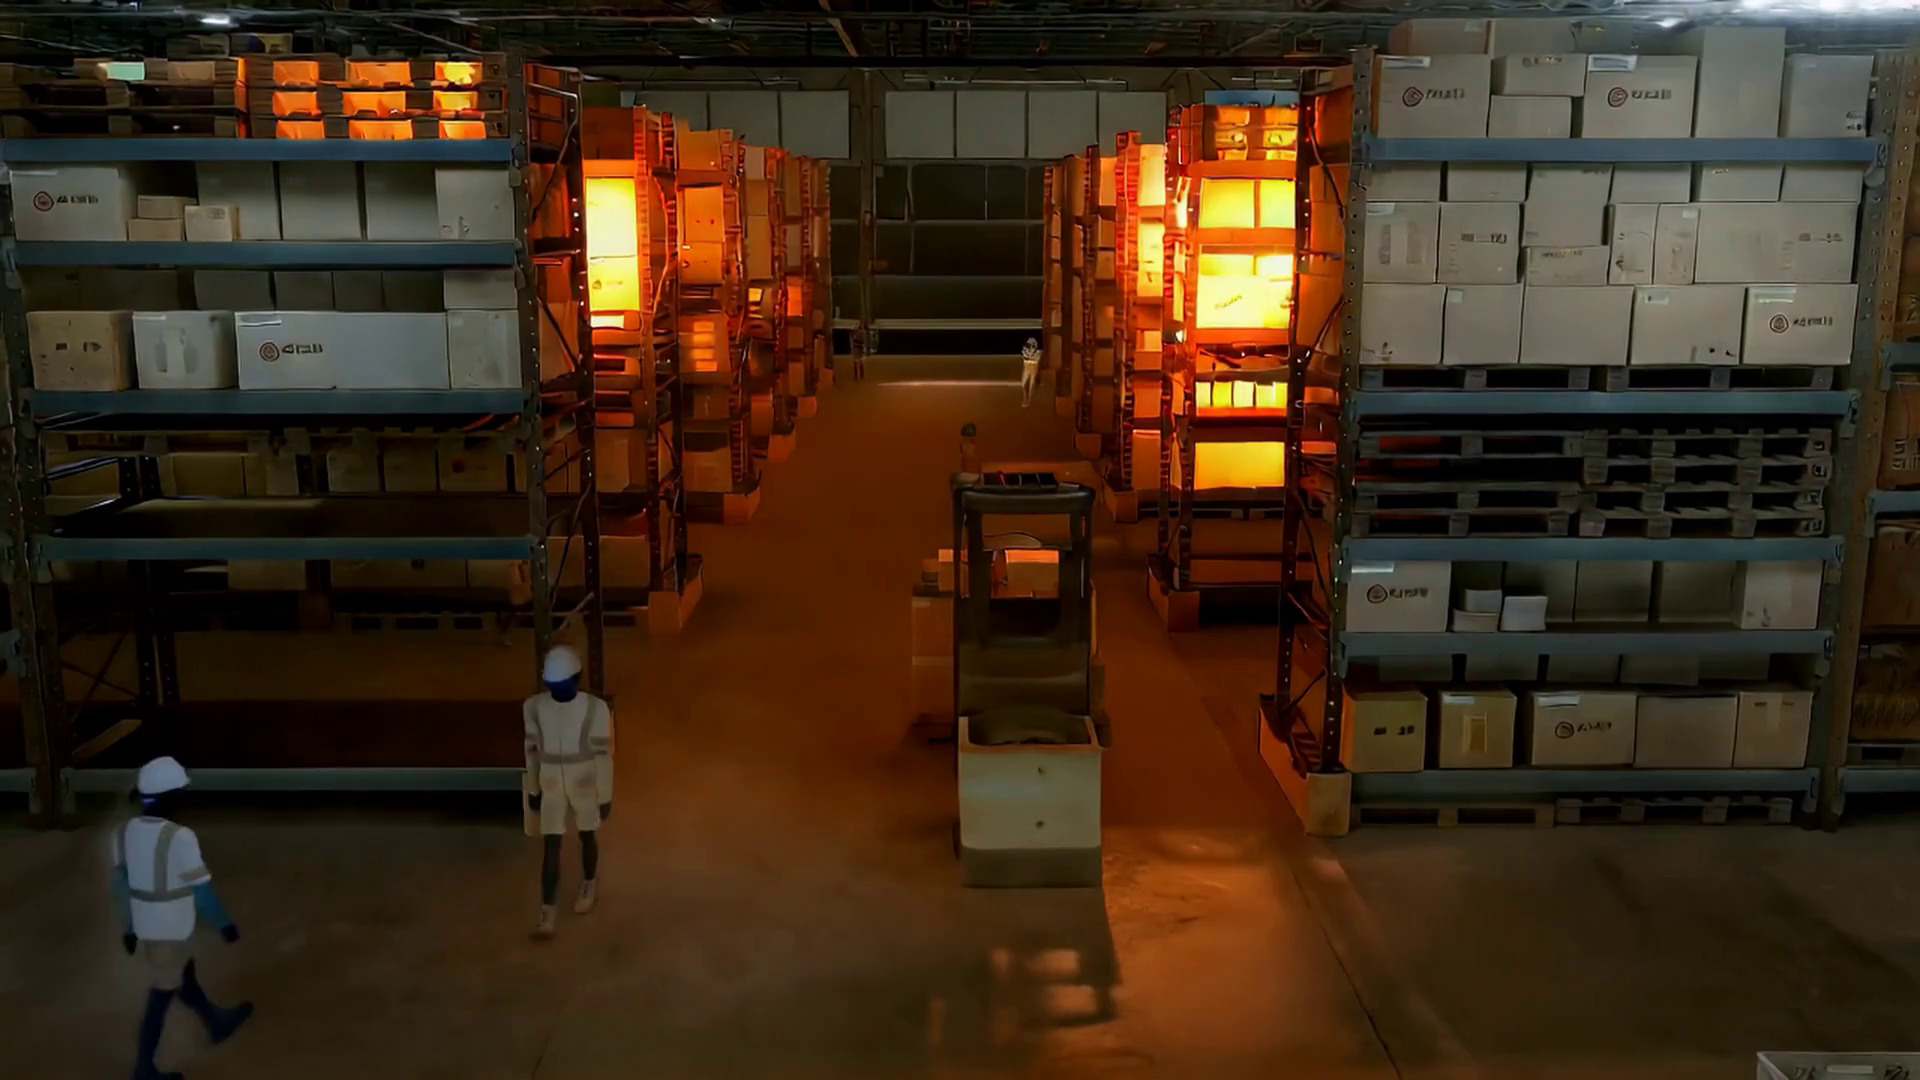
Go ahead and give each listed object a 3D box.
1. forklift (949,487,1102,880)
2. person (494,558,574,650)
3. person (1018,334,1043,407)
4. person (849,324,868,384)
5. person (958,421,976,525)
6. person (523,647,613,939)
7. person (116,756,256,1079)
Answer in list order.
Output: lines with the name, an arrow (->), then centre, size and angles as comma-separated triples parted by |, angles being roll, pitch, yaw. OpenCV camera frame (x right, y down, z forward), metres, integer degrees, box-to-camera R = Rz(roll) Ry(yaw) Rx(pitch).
forklift -> 0.495, 0.986, 12.813 | 1.129, 2.768, 1.873 | 0, 11, -2
person -> -4.849, 0.435, 18.607 | 0.888, 1.646, 0.545 | 0, 11, 2
person -> 1.716, -4.178, 41.075 | 0.649, 1.804, 0.610 | 3, 12, 13
person -> -2.850, -5.218, 46.546 | 0.539, 1.676, 0.572 | -1, 11, -4
person -> 0.122, -1.048, 26.021 | 0.282, 1.624, 0.495 | -4, 12, -21
person -> -2.696, 1.722, 11.357 | 0.639, 1.995, 1.003 | 1, 11, 3
person -> -4.441, 2.152, 9.509 | 0.570, 1.887, 0.979 | 6, 13, 29
